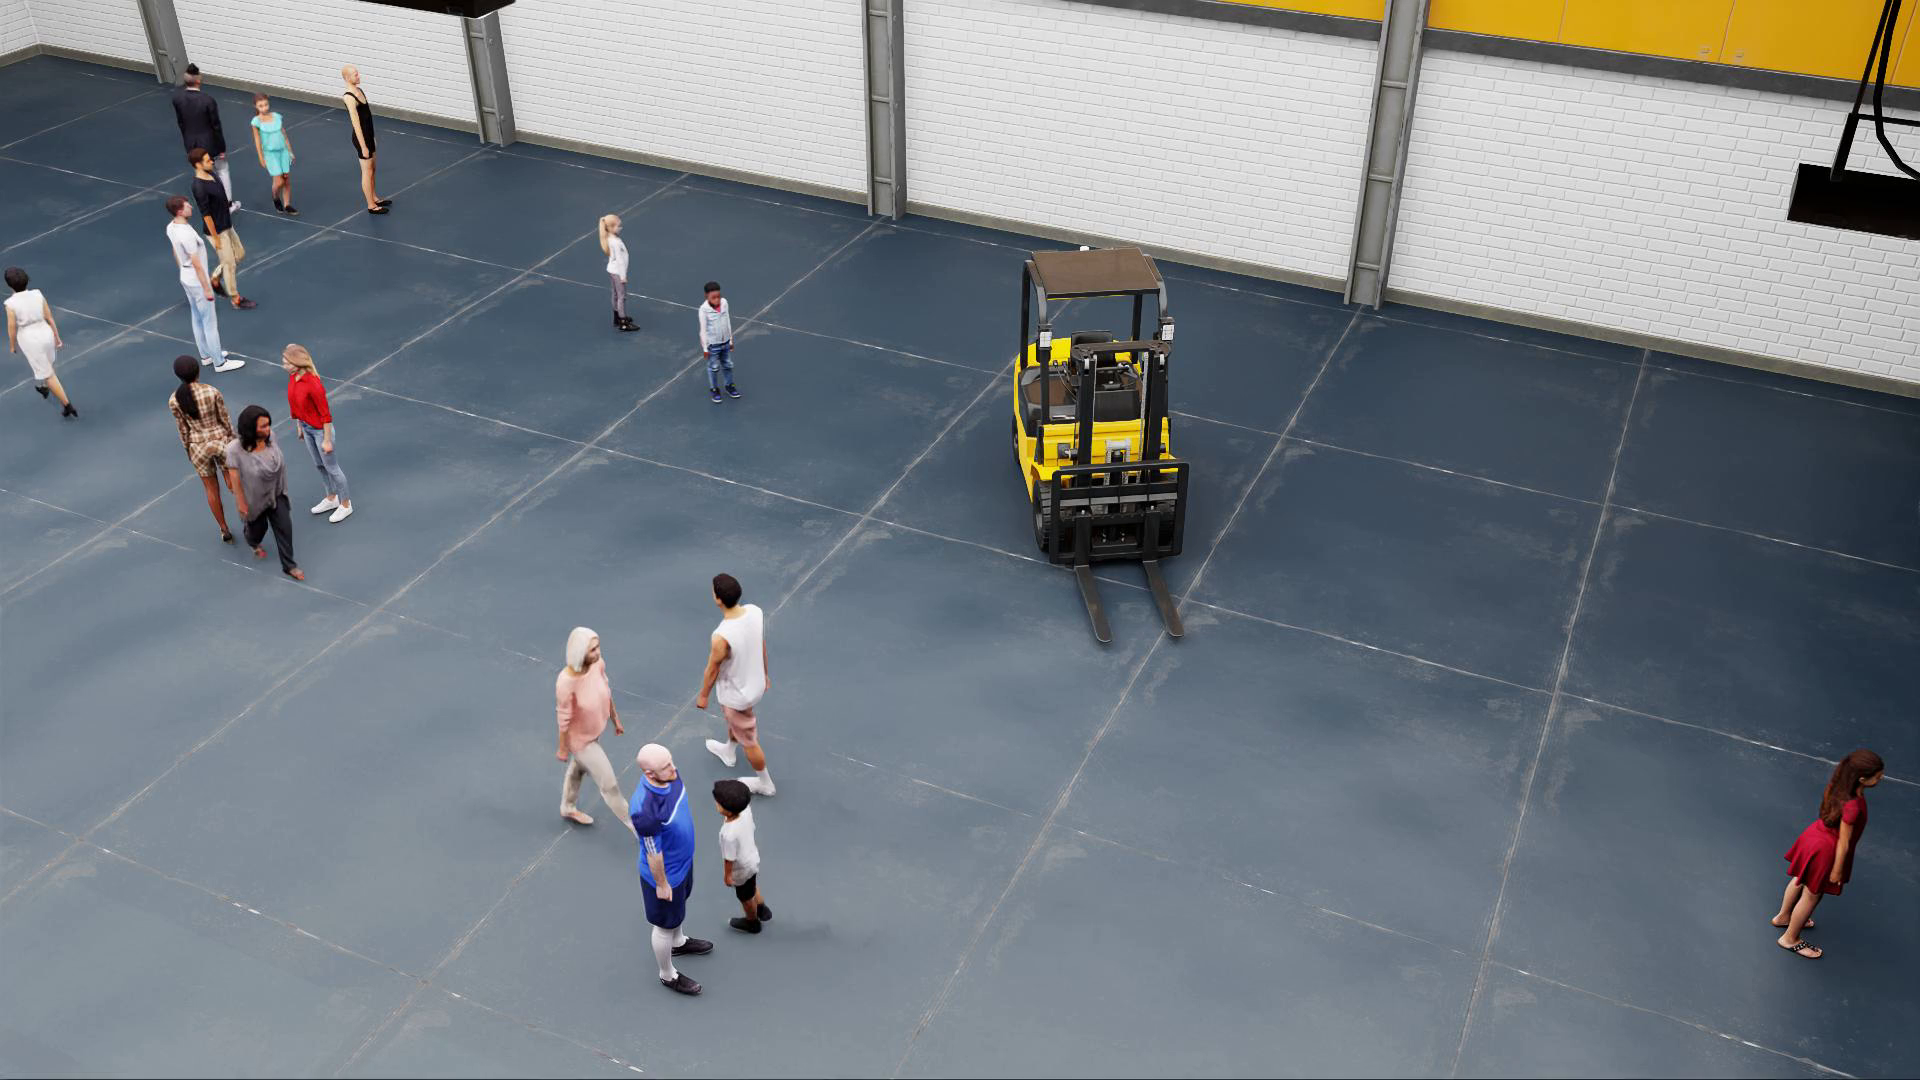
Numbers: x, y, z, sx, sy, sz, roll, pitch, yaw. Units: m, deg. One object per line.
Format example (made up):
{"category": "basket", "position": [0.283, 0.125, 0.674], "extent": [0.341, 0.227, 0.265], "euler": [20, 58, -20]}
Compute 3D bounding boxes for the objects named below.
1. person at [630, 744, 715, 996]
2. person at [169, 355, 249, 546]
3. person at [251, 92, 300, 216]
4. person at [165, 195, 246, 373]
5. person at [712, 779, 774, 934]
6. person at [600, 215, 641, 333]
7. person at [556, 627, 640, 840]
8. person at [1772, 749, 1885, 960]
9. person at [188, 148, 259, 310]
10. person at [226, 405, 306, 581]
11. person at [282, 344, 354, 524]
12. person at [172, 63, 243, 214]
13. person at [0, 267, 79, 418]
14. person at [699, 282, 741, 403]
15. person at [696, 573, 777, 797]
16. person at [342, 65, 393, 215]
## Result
{"category": "person", "position": [-1.762, 1.941, 10.035], "extent": [0.689, 1.841, 0.739], "euler": [3, 34, 5]}
{"category": "person", "position": [-6.353, -0.753, 14.133], "extent": [0.675, 1.792, 0.736], "euler": [-11, 35, -16]}
{"category": "person", "position": [-8.410, -4.731, 20.338], "extent": [0.674, 1.548, 0.625], "euler": [24, 41, 32]}
{"category": "person", "position": [-7.752, -2.607, 16.869], "extent": [0.776, 1.850, 0.622], "euler": [-28, 43, -35]}
{"category": "person", "position": [-1.317, 2.005, 10.472], "extent": [0.543, 1.251, 0.545], "euler": [8, 34, 12]}
{"category": "person", "position": [-3.669, -2.863, 17.771], "extent": [0.636, 1.278, 0.568], "euler": [-15, 36, -21]}
{"category": "person", "position": [-2.582, 1.287, 11.163], "extent": [1.102, 1.682, 0.691], "euler": [12, 35, 17]}
{"category": "person", "position": [5.393, 1.910, 10.342], "extent": [0.662, 1.552, 0.605], "euler": [7, 34, 10]}
{"category": "person", "position": [-8.106, -3.356, 18.000], "extent": [0.944, 1.845, 0.871], "euler": [-4, 34, -5]}
{"category": "person", "position": [-5.849, -0.426, 13.839], "extent": [1.034, 1.573, 0.780], "euler": [26, 42, 33]}
{"category": "person", "position": [-5.611, -0.954, 14.513], "extent": [0.518, 1.705, 0.718], "euler": [23, 40, 30]}
{"category": "person", "position": [-9.112, -4.708, 19.964], "extent": [0.981, 1.923, 1.009], "euler": [-4, 34, -7]}
{"category": "person", "position": [-8.857, -1.869, 16.060], "extent": [1.009, 1.516, 0.643], "euler": [19, 38, 27]}
{"category": "person", "position": [-2.407, -1.991, 16.478], "extent": [0.570, 1.258, 0.615], "euler": [-21, 39, -28]}
{"category": "person", "position": [-1.447, 1.052, 11.446], "extent": [0.930, 1.760, 0.681], "euler": [16, 37, 22]}
{"category": "person", "position": [-7.312, -4.917, 20.376], "extent": [0.711, 1.816, 0.719], "euler": [-4, 34, -6]}
